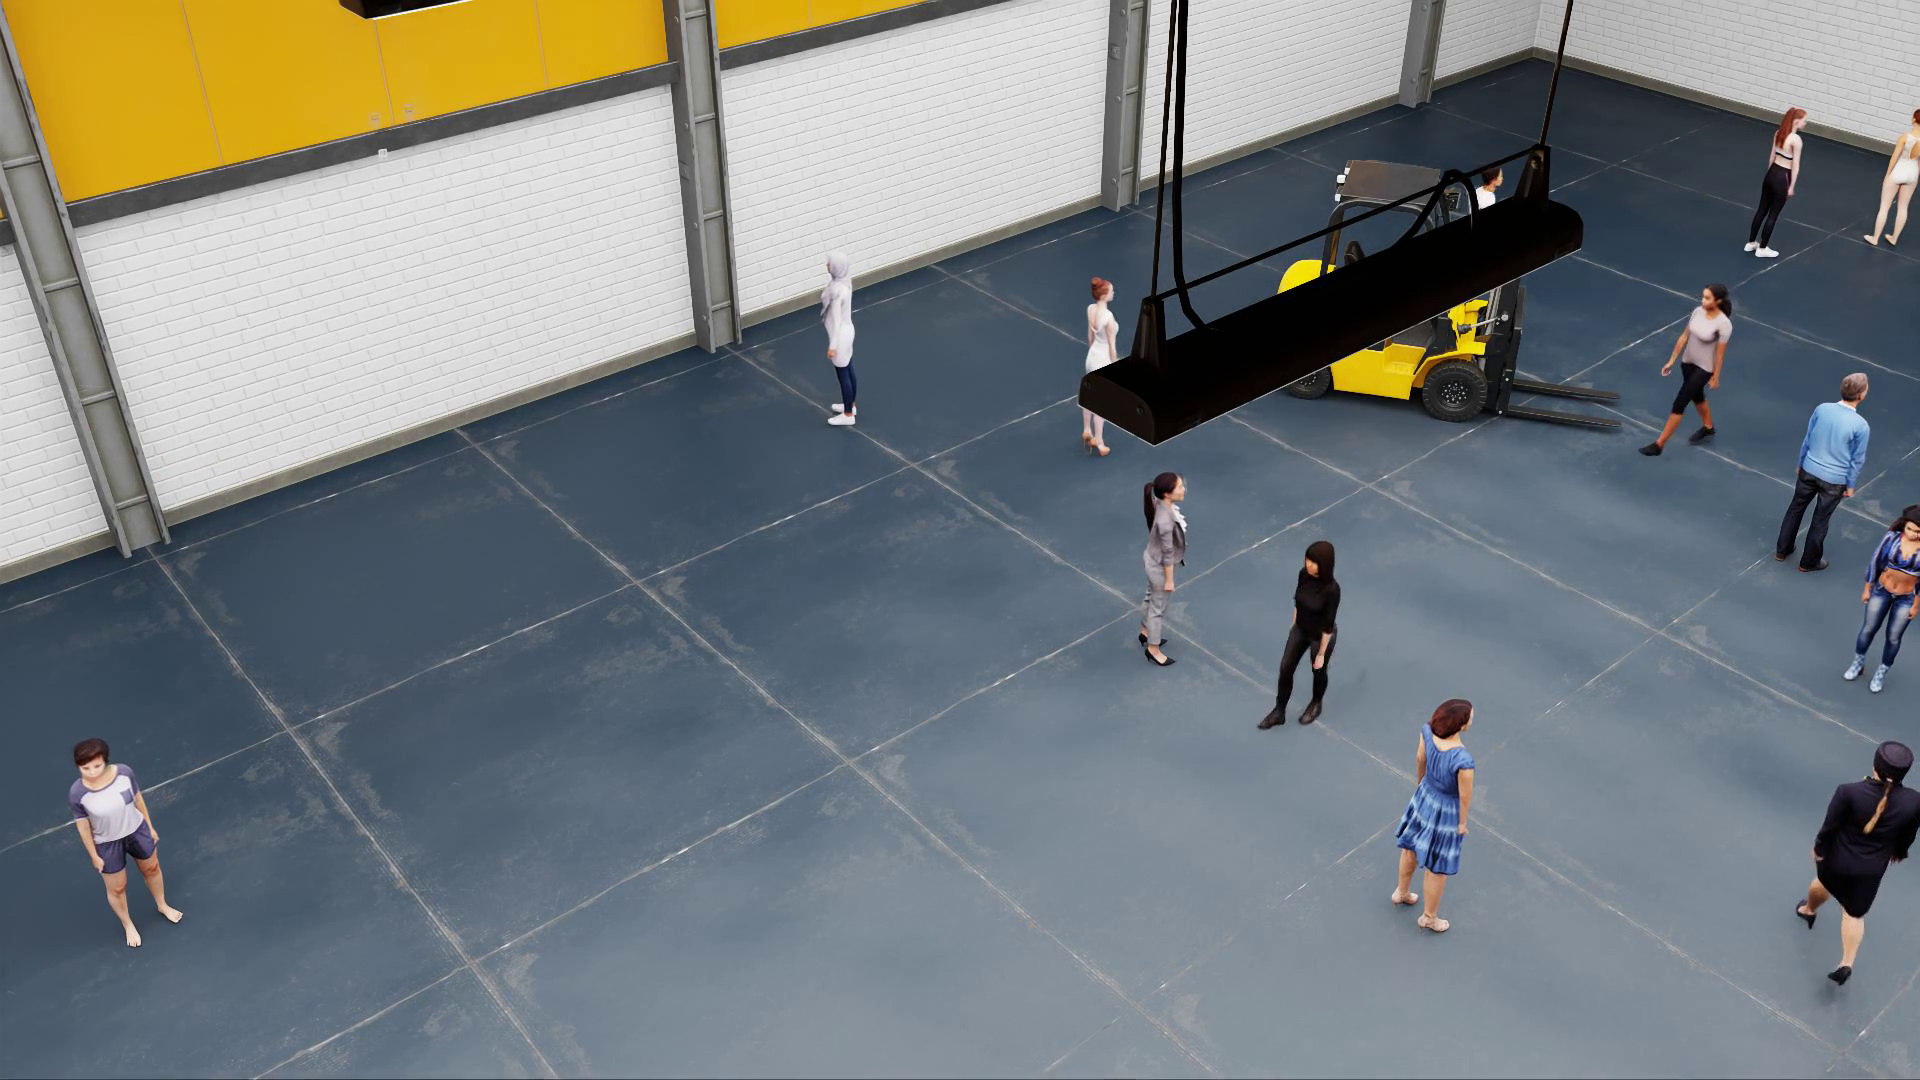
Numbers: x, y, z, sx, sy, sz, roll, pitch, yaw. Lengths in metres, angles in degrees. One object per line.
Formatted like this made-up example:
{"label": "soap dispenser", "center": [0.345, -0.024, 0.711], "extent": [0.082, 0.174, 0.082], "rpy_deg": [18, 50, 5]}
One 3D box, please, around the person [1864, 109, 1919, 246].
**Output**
{"label": "person", "center": [11.101, -4.268, 19.573], "extent": [0.589, 1.643, 0.660], "rpy_deg": [1, 34, 1]}

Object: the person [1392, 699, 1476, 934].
{"label": "person", "center": [2.995, 1.719, 10.418], "extent": [0.640, 1.806, 0.713], "rpy_deg": [-16, 37, -23]}

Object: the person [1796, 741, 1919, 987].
{"label": "person", "center": [5.481, 1.997, 10.149], "extent": [1.082, 1.639, 1.201], "rpy_deg": [8, 34, 12]}

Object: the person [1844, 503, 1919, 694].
{"label": "person", "center": [7.047, 0.414, 12.542], "extent": [0.652, 1.627, 0.609], "rpy_deg": [24, 41, 32]}

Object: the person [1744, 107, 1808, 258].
{"label": "person", "center": [9.484, -4.154, 19.308], "extent": [0.661, 1.746, 0.662], "rpy_deg": [-8, 34, -11]}

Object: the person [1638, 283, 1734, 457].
{"label": "person", "center": [6.945, -1.598, 15.507], "extent": [1.255, 1.695, 0.923], "rpy_deg": [-10, 35, -15]}

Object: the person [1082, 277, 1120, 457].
{"label": "person", "center": [1.285, -1.614, 15.446], "extent": [0.557, 1.790, 0.615], "rpy_deg": [-15, 37, -22]}

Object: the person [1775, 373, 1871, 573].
{"label": "person", "center": [7.217, -0.578, 13.861], "extent": [0.589, 1.819, 0.677], "rpy_deg": [-20, 39, -28]}

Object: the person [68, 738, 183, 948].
{"label": "person", "center": [-5.272, 1.851, 10.436], "extent": [0.652, 1.565, 0.496], "rpy_deg": [27, 42, 34]}

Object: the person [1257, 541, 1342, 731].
{"label": "person", "center": [2.643, 0.667, 12.163], "extent": [0.803, 1.626, 0.600], "rpy_deg": [-25, 41, -32]}

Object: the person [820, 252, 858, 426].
{"label": "person", "center": [-1.131, -1.937, 15.946], "extent": [0.750, 1.775, 0.672], "rpy_deg": [6, 34, 8]}

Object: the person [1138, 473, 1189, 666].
{"label": "person", "center": [1.539, 0.203, 12.814], "extent": [0.761, 1.678, 0.725], "rpy_deg": [-3, 34, -4]}
